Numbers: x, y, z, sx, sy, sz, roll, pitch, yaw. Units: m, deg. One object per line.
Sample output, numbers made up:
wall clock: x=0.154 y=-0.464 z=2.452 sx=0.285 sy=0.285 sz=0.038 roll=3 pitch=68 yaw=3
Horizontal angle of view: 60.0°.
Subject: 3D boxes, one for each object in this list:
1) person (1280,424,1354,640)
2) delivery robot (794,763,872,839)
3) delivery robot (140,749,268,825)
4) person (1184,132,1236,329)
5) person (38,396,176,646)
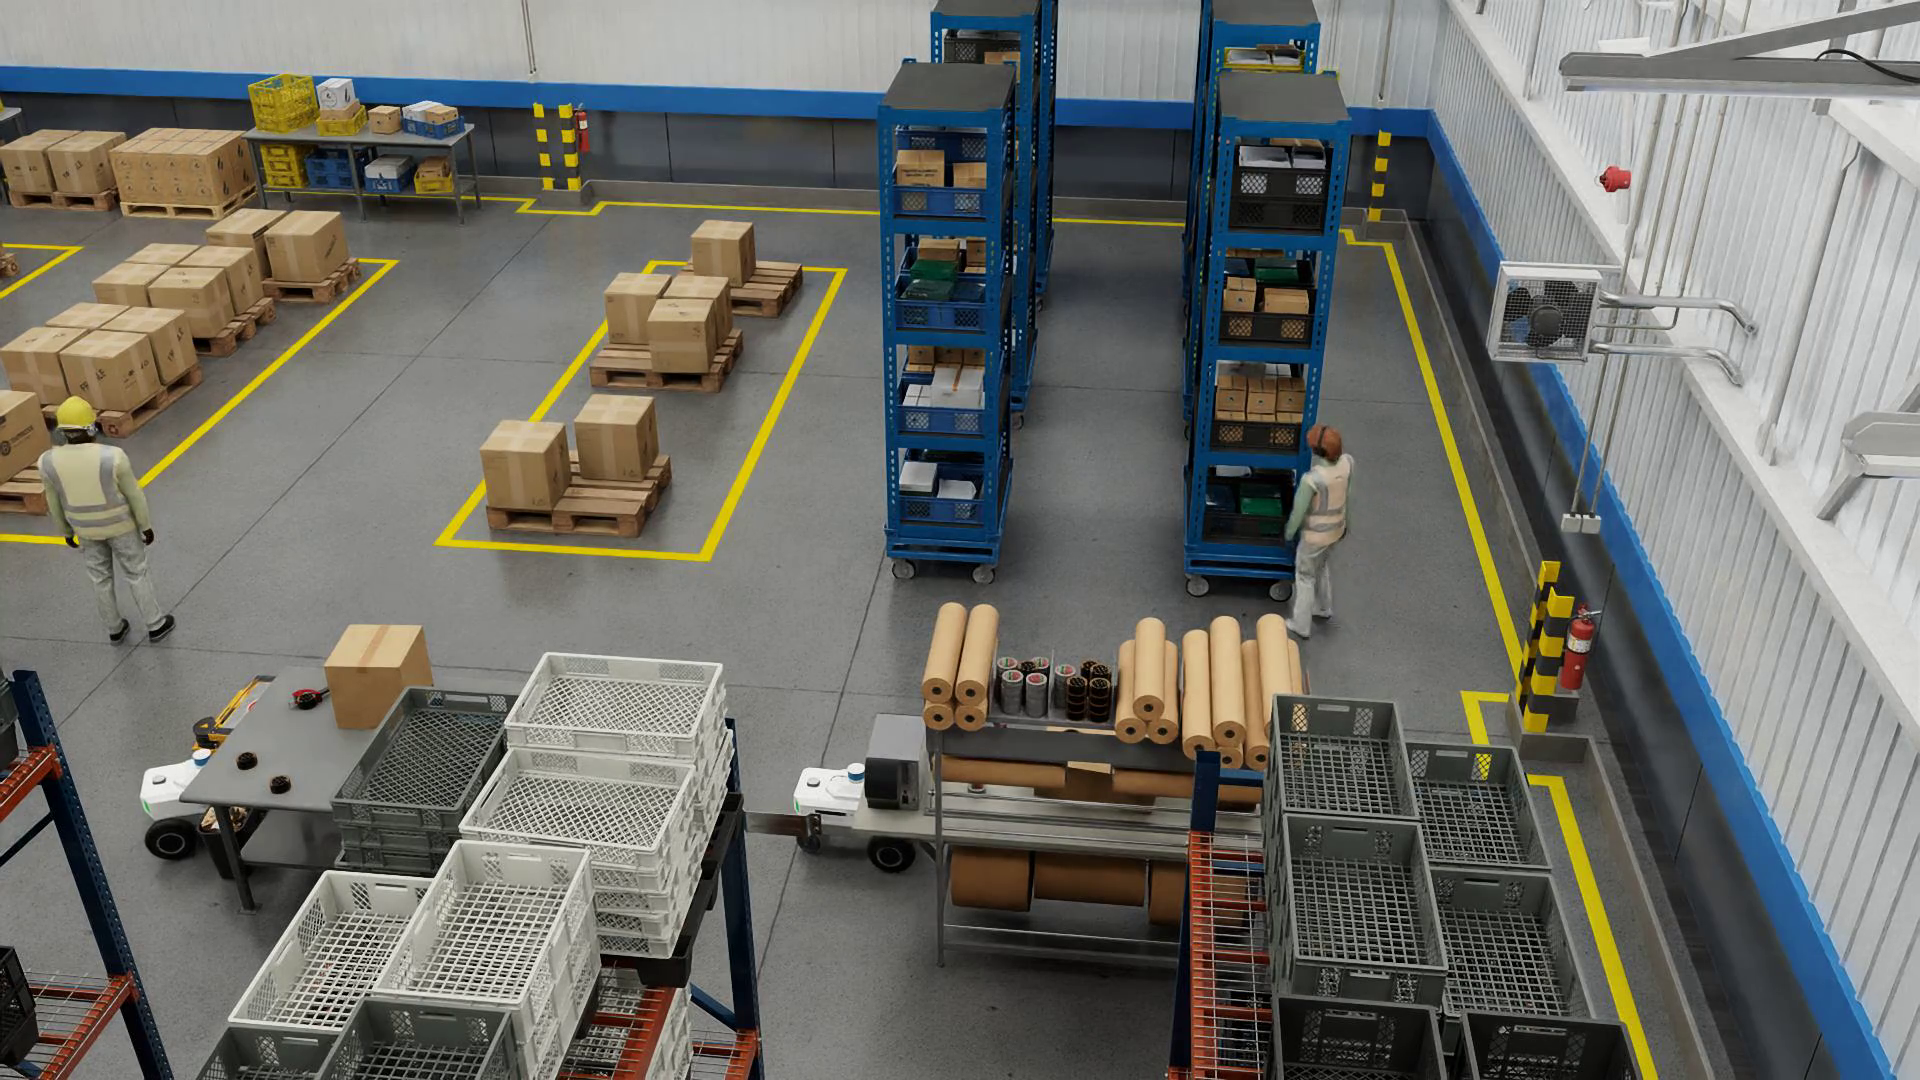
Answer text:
person: x=2.440 y=-0.060 z=11.411 sx=0.526 sy=1.628 sz=0.385 roll=-25 pitch=38 yaw=-36
delivery robot: x=-0.598 y=1.517 z=9.670 sx=0.707 sy=0.478 sz=0.477 roll=4 pitch=31 yaw=8
delivery robot: x=-4.407 y=1.449 z=9.787 sx=0.707 sy=0.478 sz=0.477 roll=-9 pitch=31 yaw=-14
person: x=2.470 y=-2.947 z=16.008 sx=0.612 sy=1.995 sz=0.378 roll=-17 pitch=34 yaw=-27
person: x=-5.808 y=-0.118 z=11.310 sx=0.601 sy=1.827 sz=0.404 roll=-4 pitch=30 yaw=-7
